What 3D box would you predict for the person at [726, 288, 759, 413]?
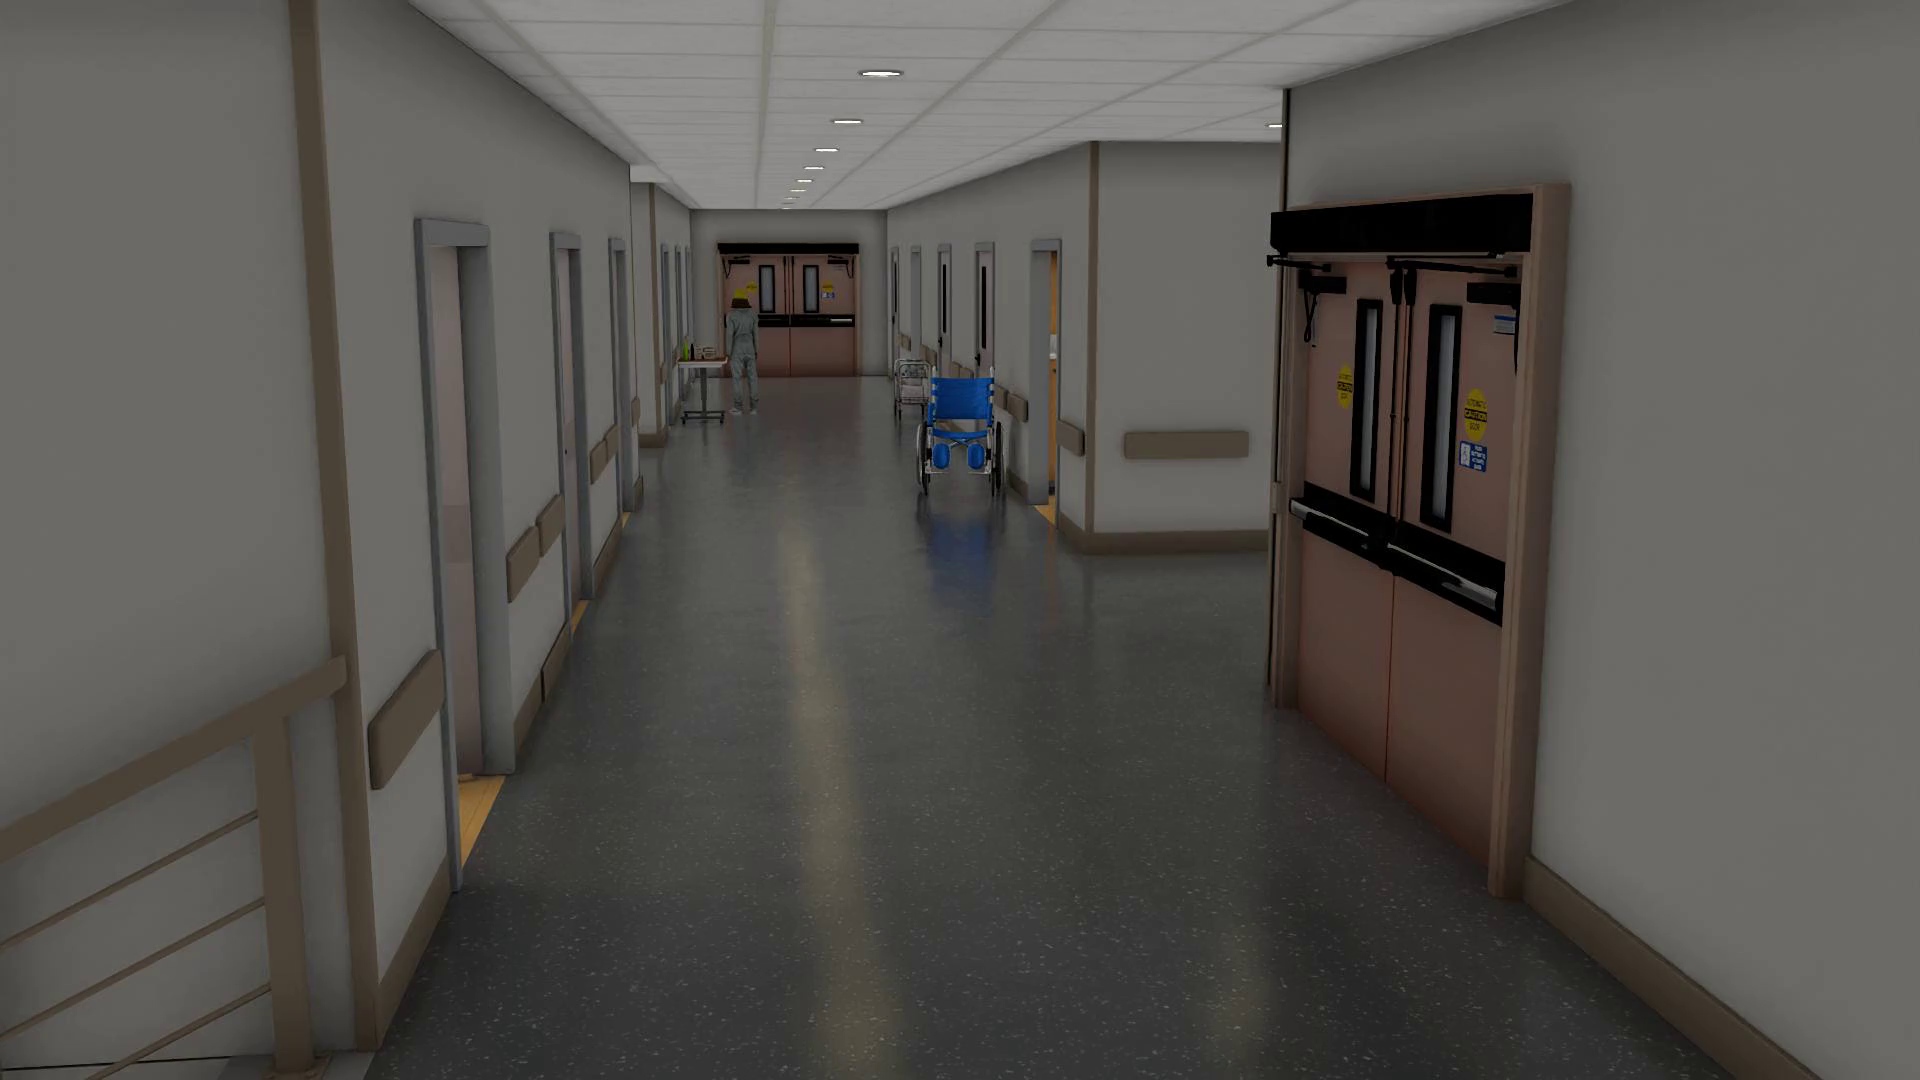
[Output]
[{"bbox_3d":[-3.064,-2.653,23.343,0.494,1.743,0.307,-6,11,-31],"label":"person"}]
